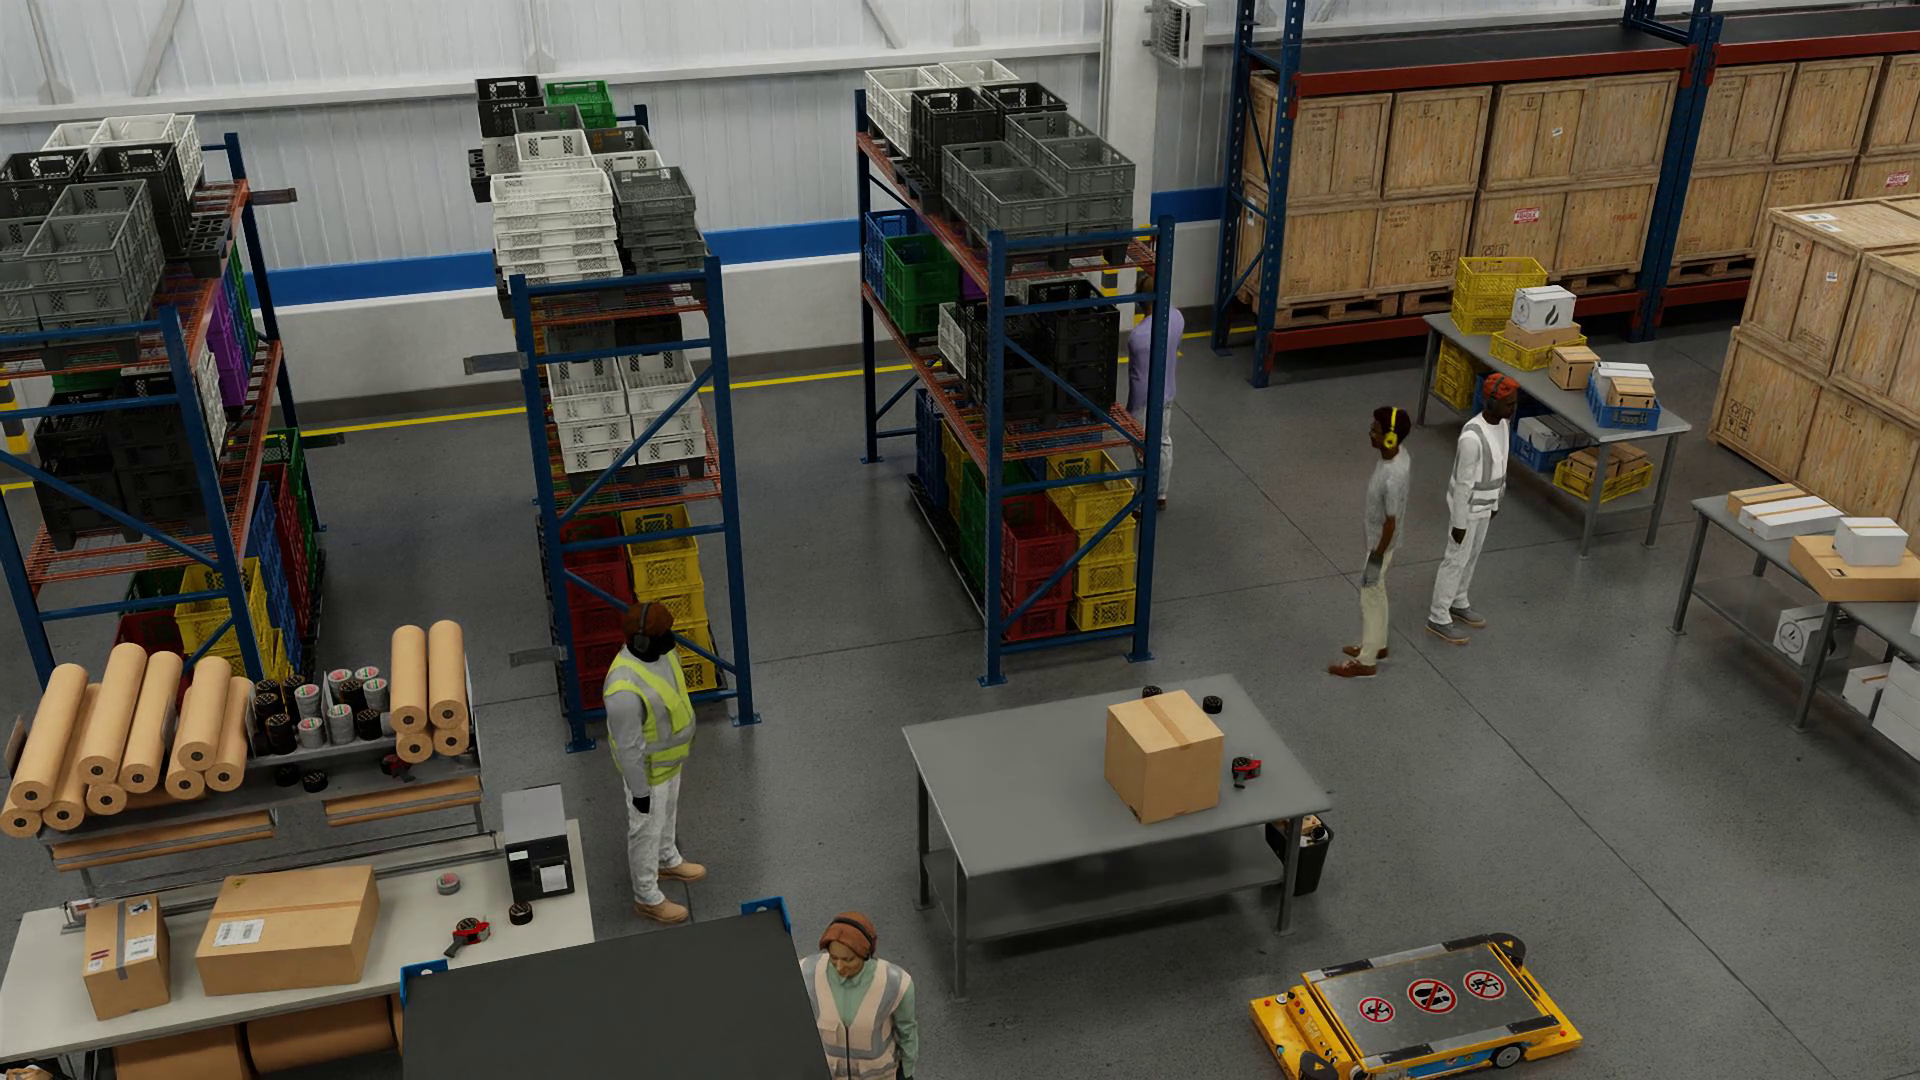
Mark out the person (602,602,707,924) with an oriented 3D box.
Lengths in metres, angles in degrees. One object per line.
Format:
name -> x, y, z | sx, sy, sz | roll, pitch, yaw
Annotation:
person -> -1.553, 1.116, 8.497 | 0.430, 1.836, 0.630 | 4, 29, 7

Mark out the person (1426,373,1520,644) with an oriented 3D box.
person -> 3.365, -0.219, 10.879 | 0.346, 1.877, 0.579 | 21, 35, 33

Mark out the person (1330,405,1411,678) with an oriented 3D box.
person -> 2.614, 0.017, 10.457 | 0.329, 1.871, 0.526 | 7, 30, 13

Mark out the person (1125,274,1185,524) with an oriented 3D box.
person -> 1.398, -1.043, 12.319 | 0.371, 1.934, 0.627 | 18, 34, 30

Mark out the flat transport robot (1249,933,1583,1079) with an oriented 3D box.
flat transport robot -> 2.184, 2.282, 7.980 | 1.431, 0.197, 0.652 | -8, 30, -14

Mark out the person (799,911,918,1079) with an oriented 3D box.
person -> -0.427, 2.162, 6.788 | 0.523, 1.637, 0.310 | 4, 29, 8
